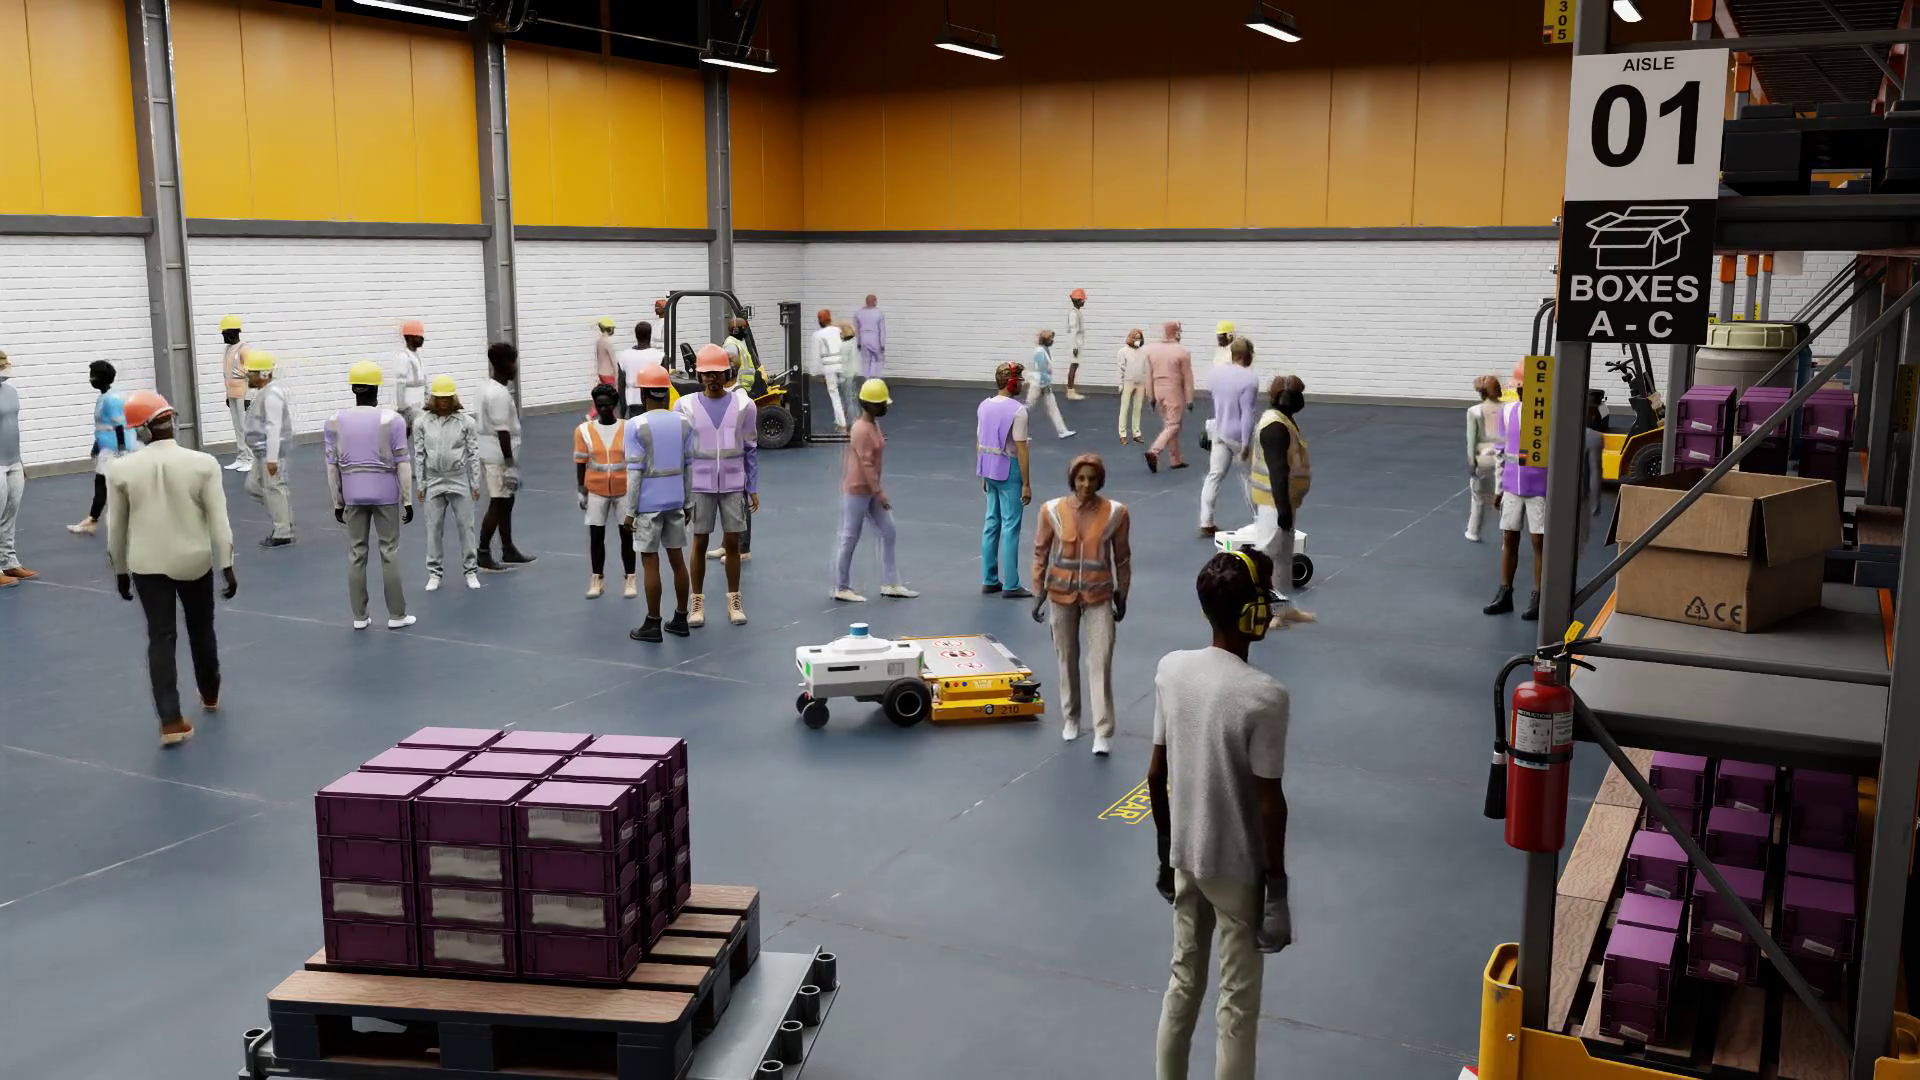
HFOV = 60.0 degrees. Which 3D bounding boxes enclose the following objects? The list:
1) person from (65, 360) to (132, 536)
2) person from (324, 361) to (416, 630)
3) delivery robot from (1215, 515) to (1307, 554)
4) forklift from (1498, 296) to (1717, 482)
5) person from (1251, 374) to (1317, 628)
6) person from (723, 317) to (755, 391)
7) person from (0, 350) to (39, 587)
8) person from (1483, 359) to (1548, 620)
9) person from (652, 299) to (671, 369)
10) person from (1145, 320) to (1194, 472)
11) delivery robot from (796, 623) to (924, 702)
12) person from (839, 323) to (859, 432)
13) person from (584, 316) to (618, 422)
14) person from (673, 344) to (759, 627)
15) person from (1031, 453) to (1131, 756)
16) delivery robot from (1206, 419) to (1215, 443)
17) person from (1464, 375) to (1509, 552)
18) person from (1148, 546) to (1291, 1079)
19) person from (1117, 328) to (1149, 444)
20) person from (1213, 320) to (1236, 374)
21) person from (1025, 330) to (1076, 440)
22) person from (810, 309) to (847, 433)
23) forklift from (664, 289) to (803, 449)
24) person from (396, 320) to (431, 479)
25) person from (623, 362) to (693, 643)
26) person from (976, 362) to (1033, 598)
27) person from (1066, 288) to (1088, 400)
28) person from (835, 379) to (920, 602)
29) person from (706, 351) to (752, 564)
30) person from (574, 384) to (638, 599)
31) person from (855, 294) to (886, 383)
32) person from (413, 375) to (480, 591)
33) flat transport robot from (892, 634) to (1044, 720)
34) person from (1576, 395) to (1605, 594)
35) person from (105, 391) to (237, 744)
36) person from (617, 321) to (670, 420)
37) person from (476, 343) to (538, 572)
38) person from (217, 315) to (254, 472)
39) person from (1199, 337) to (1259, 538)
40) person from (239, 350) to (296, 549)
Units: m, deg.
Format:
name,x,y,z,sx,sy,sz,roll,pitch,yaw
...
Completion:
name,x,y,z,sx,sy,sz,roll,pitch,yaw
person,-8.179,-0.872,15.859,0.832,1.658,0.538,-5,11,-27
person,-4.193,-0.310,11.855,0.587,1.927,0.364,0,10,-2
delivery robot,2.439,0.042,13.513,0.707,0.478,0.477,-2,10,-10
forklift,7.296,-1.677,18.993,2.313,2.155,1.214,5,11,27
person,2.315,-0.263,11.990,0.649,1.834,0.649,3,10,14
person,-2.902,-1.995,21.849,0.429,1.846,0.626,0,10,-2
person,-7.789,-0.595,13.468,0.352,1.937,0.635,0,10,0
person,4.164,-0.374,12.220,0.385,1.928,0.547,-9,13,-43
person,-5.157,-3.226,28.865,0.356,1.883,0.574,-9,13,-41
person,2.571,-1.772,20.474,0.869,1.877,0.653,-8,13,-40
delivery robot,-0.578,0.723,9.572,0.707,0.478,0.477,-2,10,-14
person,-1.694,-2.447,25.071,0.268,1.632,0.507,3,10,16
person,-5.294,-2.456,24.766,0.655,1.747,0.534,-6,12,-32
person,-1.748,-0.385,11.956,0.614,2.040,0.391,-2,10,-14
person,0.650,0.346,8.972,0.531,1.610,0.681,1,10,8
delivery robot,3.683,-1.563,22.803,0.477,0.478,0.707,9,13,41
person,4.844,-0.702,15.124,0.527,1.584,0.906,0,10,0
person,0.753,0.943,4.766,0.330,1.872,0.512,-7,12,-36
person,2.448,-2.170,23.473,0.498,1.633,0.286,-4,11,-24
person,3.556,-1.995,21.951,0.483,1.810,0.606,-4,11,-23
person,1.191,-2.200,23.778,0.904,1.590,0.527,4,11,24
person,-1.922,-2.536,24.995,0.603,1.835,0.684,-7,12,-34
forklift,-3.358,-2.392,23.136,2.313,2.155,1.214,-1,10,-5
person,-6.344,-1.637,19.655,0.953,1.890,0.552,-1,10,-7
person,-2.103,-0.260,11.533,0.356,1.937,0.552,9,13,43
person,0.340,-0.467,12.996,0.373,1.843,0.571,-7,12,-36
person,2.149,-3.588,30.498,0.390,2.040,0.614,1,10,6
person,-0.637,-0.358,12.693,0.772,1.732,0.526,3,10,17
person,-2.002,-0.718,14.453,0.345,1.847,0.508,-6,11,-31
person,-2.720,-0.378,12.945,0.538,1.690,0.318,-1,10,-7
person,-1.717,-3.844,32.420,0.655,1.891,0.503,3,10,18
person,-4.071,-0.446,13.224,0.496,1.732,0.378,-2,10,-12
flat transport robot,0.013,0.808,10.173,0.652,0.197,1.431,-2,10,-13
person,4.727,-0.335,12.916,0.596,1.592,0.592,-9,14,-44
person,-4.426,0.128,9.347,0.648,1.926,1.035,-3,10,-19
person,-3.596,-1.531,18.957,0.597,1.916,0.374,1,10,7
person,-3.924,-0.700,14.147,0.555,1.943,0.696,-4,10,-21
person,-8.909,-1.805,20.510,0.595,1.925,0.371,9,13,42
person,2.666,-0.977,15.812,1.006,1.883,0.648,-7,12,-35
person,-6.275,-0.812,15.072,0.428,1.815,0.627,-6,11,-30
